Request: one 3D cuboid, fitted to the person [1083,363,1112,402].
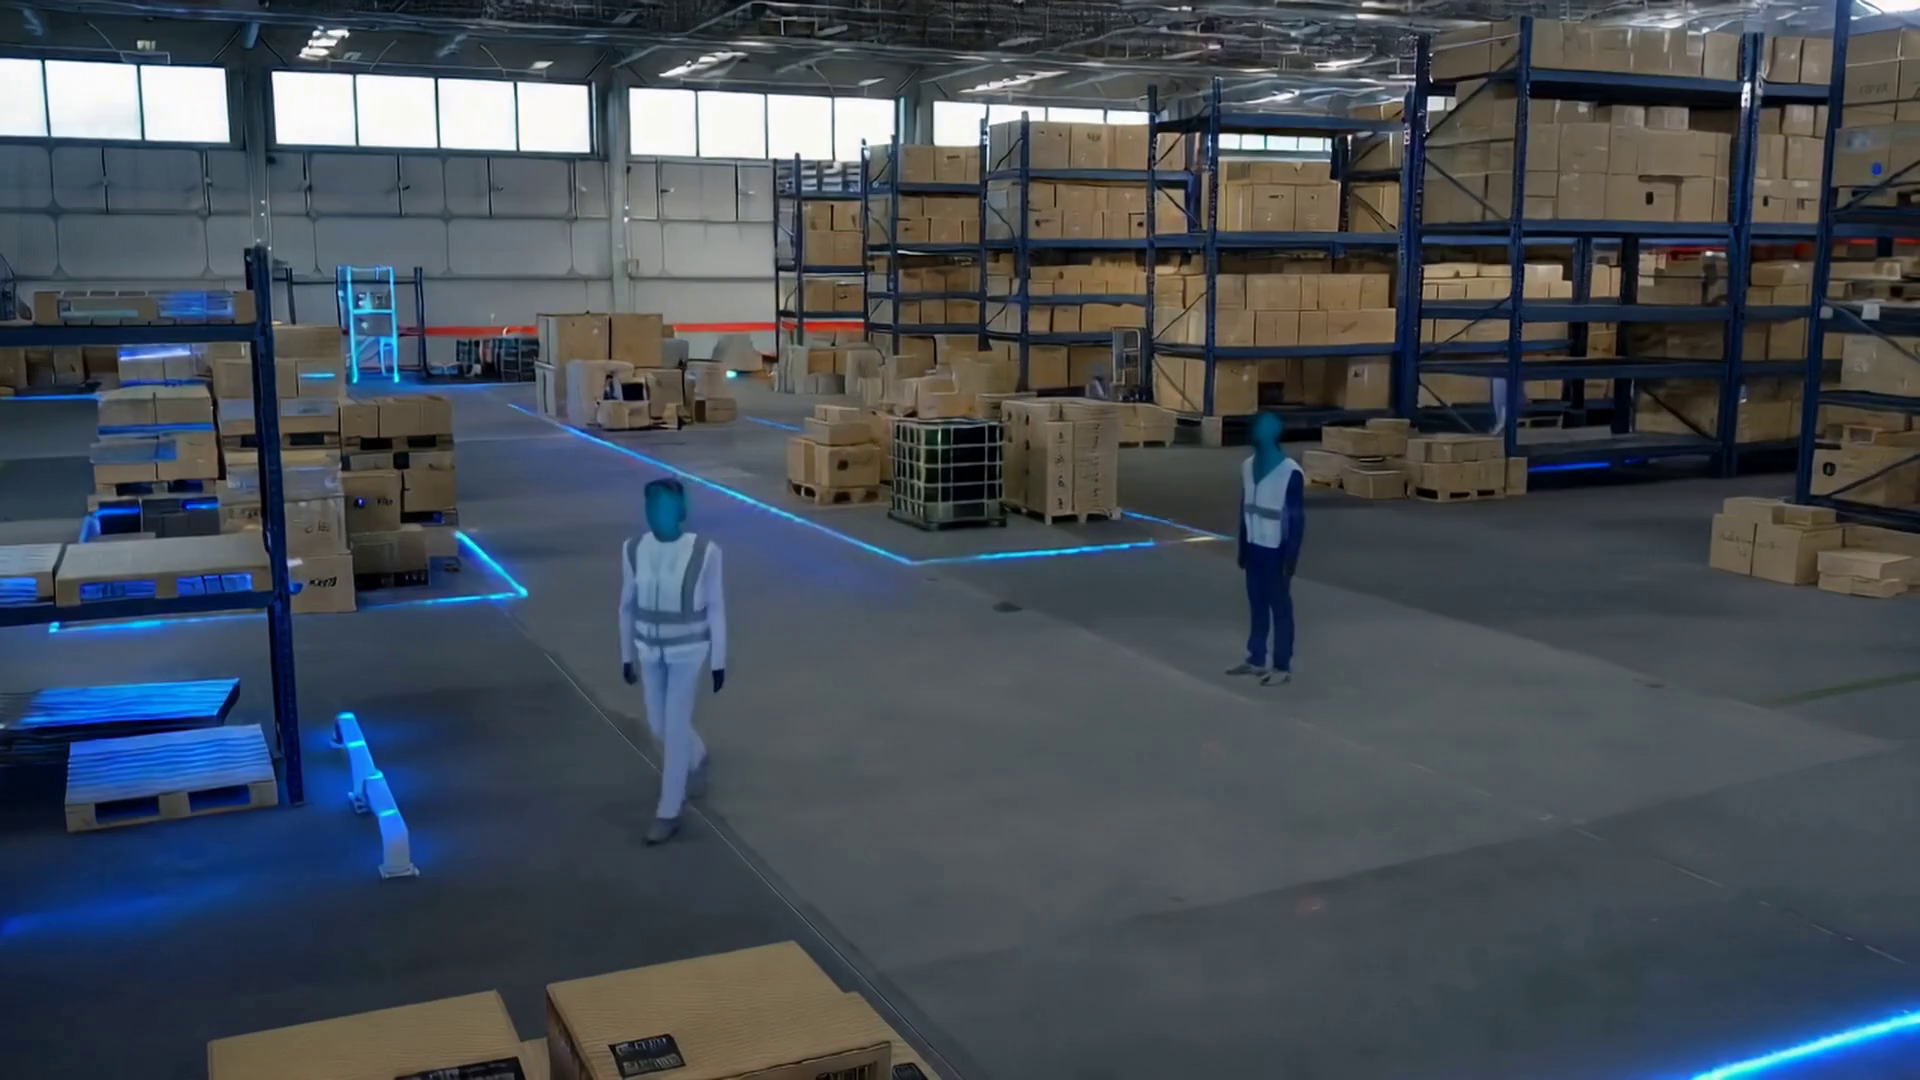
[{"bbox_3d":[1.906,-1.712,23.625,0.519,1.614,0.698,-8,12,-42],"label":"person"}]

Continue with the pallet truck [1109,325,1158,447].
[{"bbox_3d":[2.881,-2.596,27.923,0.823,1.965,1.885,-1,9,-7],"label":"pallet truck"}]

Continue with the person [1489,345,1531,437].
[{"bbox_3d":[8.342,-2.062,25.257,0.976,1.799,0.616,-4,10,-21],"label":"person"}]

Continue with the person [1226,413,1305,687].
[{"bbox_3d":[2.179,0.063,11.683,0.393,1.916,0.590,-5,11,-30],"label":"person"}]

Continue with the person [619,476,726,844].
[{"bbox_3d":[-1.476,0.575,8.708,0.584,1.860,0.858,3,10,20],"label":"person"}]
